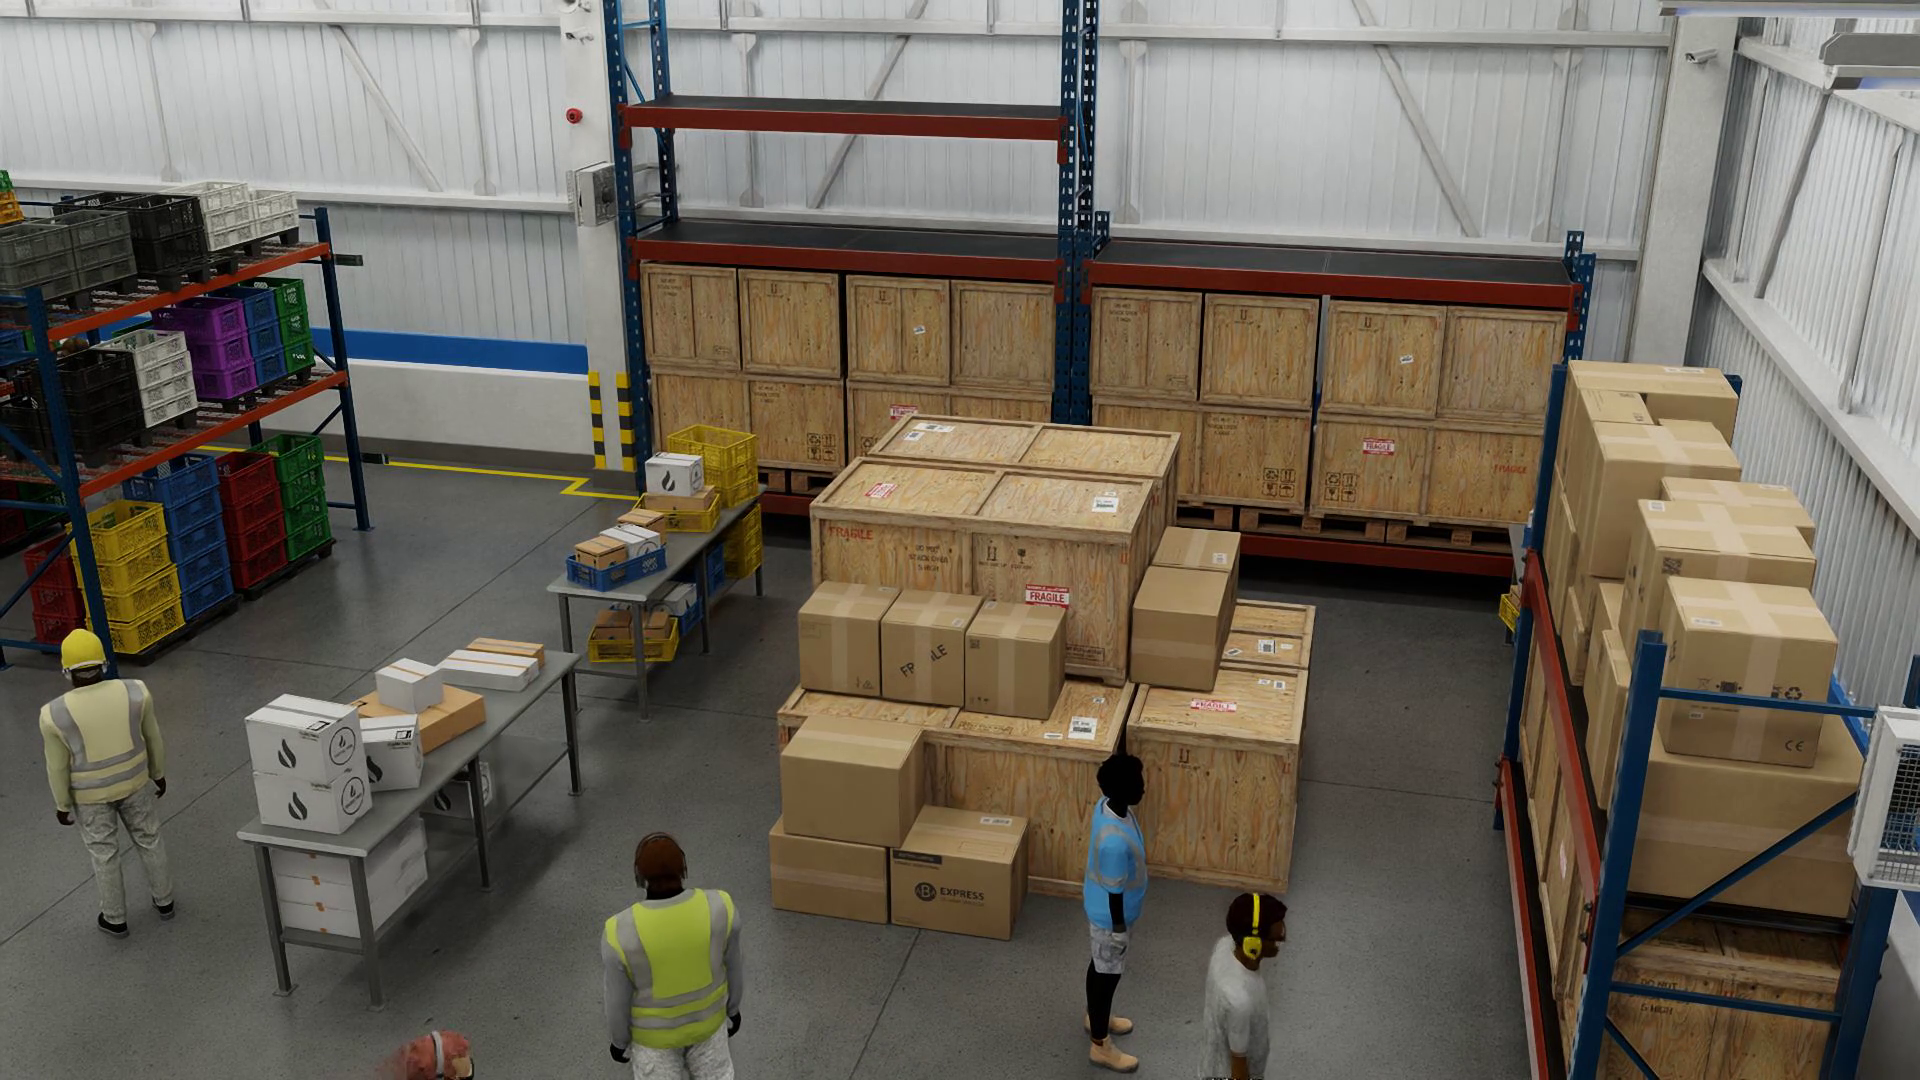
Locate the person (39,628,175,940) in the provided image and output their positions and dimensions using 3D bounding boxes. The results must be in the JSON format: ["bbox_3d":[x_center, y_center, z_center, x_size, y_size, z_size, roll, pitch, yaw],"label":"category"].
[{"bbox_3d":[-4.759,1.353,9.296,0.603,1.830,0.404,-19,28,-41],"label":"person"}]

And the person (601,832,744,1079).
[{"bbox_3d":[-1.250,2.111,7.309,0.619,1.838,0.430,-9,23,-23],"label":"person"}]

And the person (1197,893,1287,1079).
[{"bbox_3d":[1.146,2.274,6.874,0.389,1.854,0.580,0,21,-1],"label":"person"}]

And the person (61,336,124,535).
[{"bbox_3d":[-7.794,-0.903,15.055,0.629,1.937,0.376,16,26,36],"label":"person"}]

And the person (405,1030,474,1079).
[{"bbox_3d":[-1.996,2.608,5.988,0.795,1.859,0.659,-13,24,-31],"label":"person"}]

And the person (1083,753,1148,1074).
[{"bbox_3d":[0.770,1.822,8.256,0.315,1.695,0.541,1,21,2],"label":"person"}]
